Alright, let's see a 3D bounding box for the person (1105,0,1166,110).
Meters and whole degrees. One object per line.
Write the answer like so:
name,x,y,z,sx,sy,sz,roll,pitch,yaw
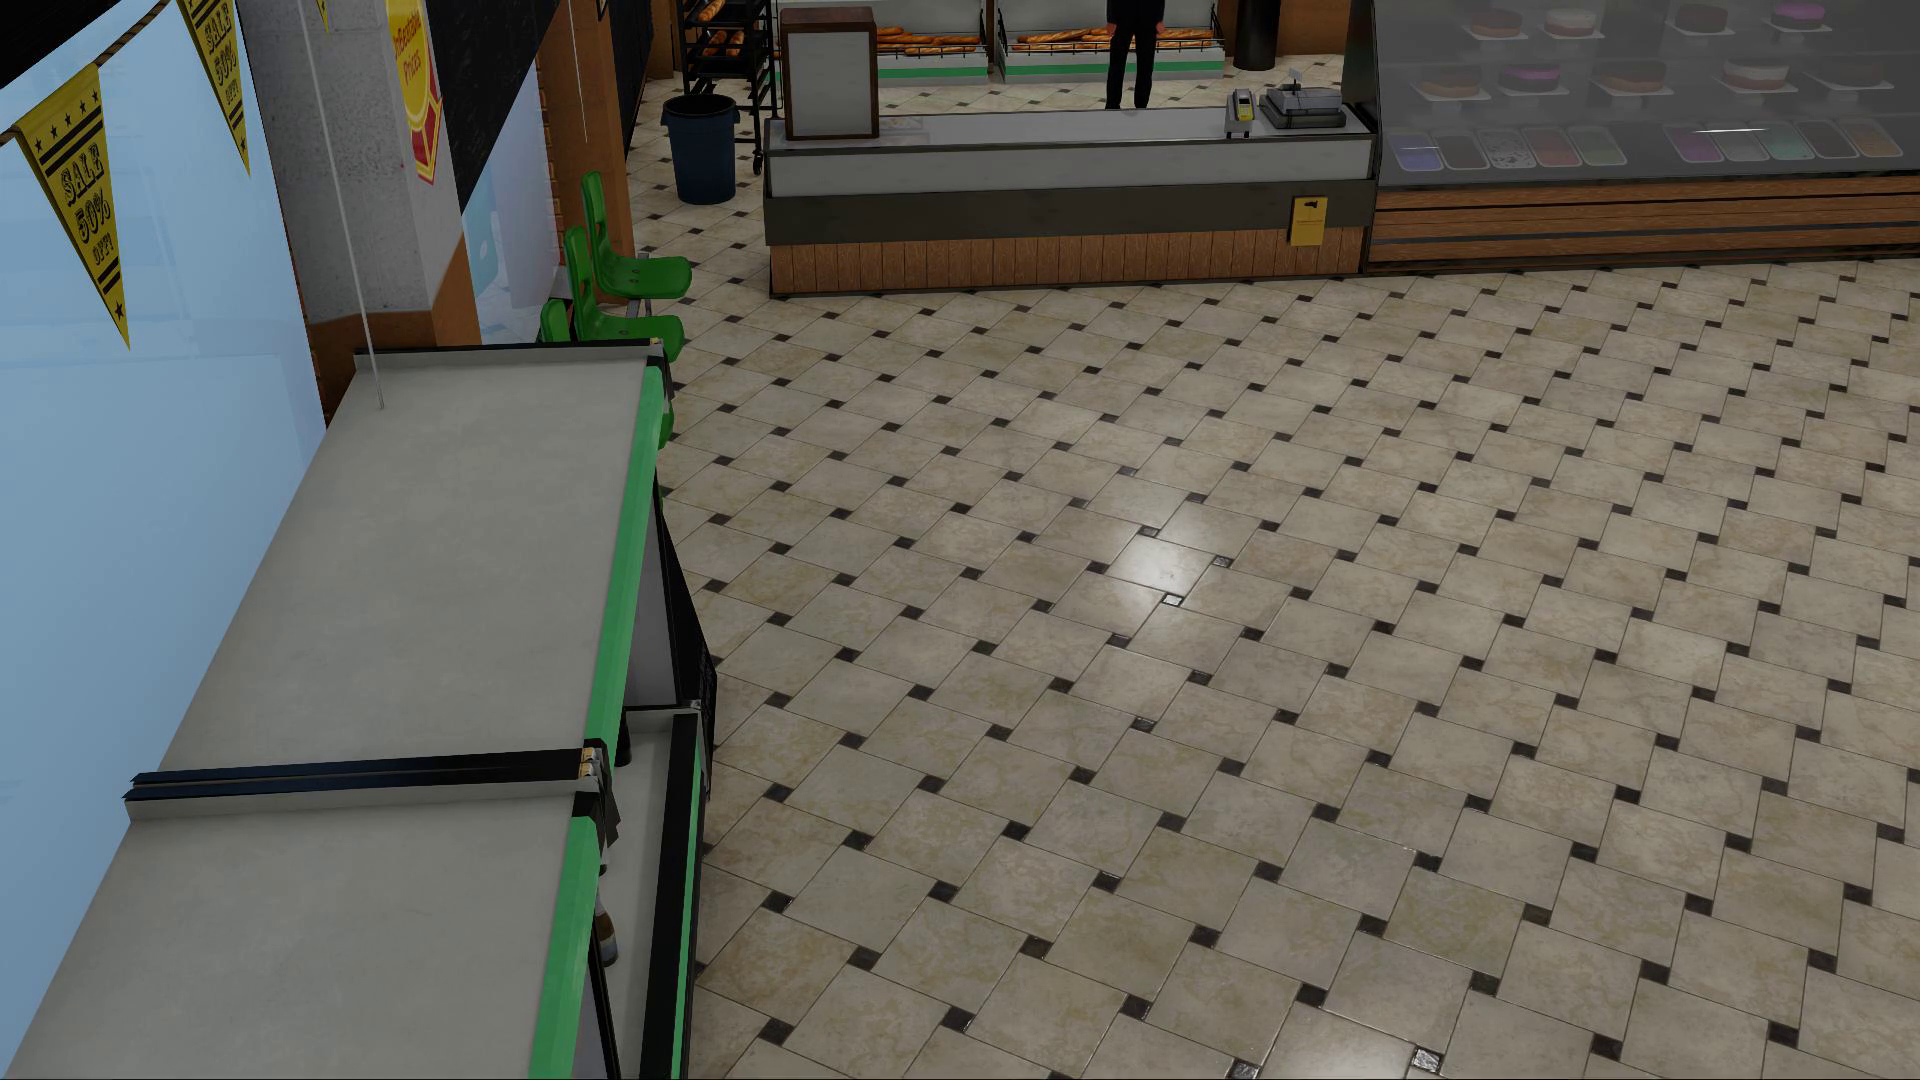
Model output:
person,1.428,-4.236,13.463,0.626,1.867,0.564,-2,32,-4
